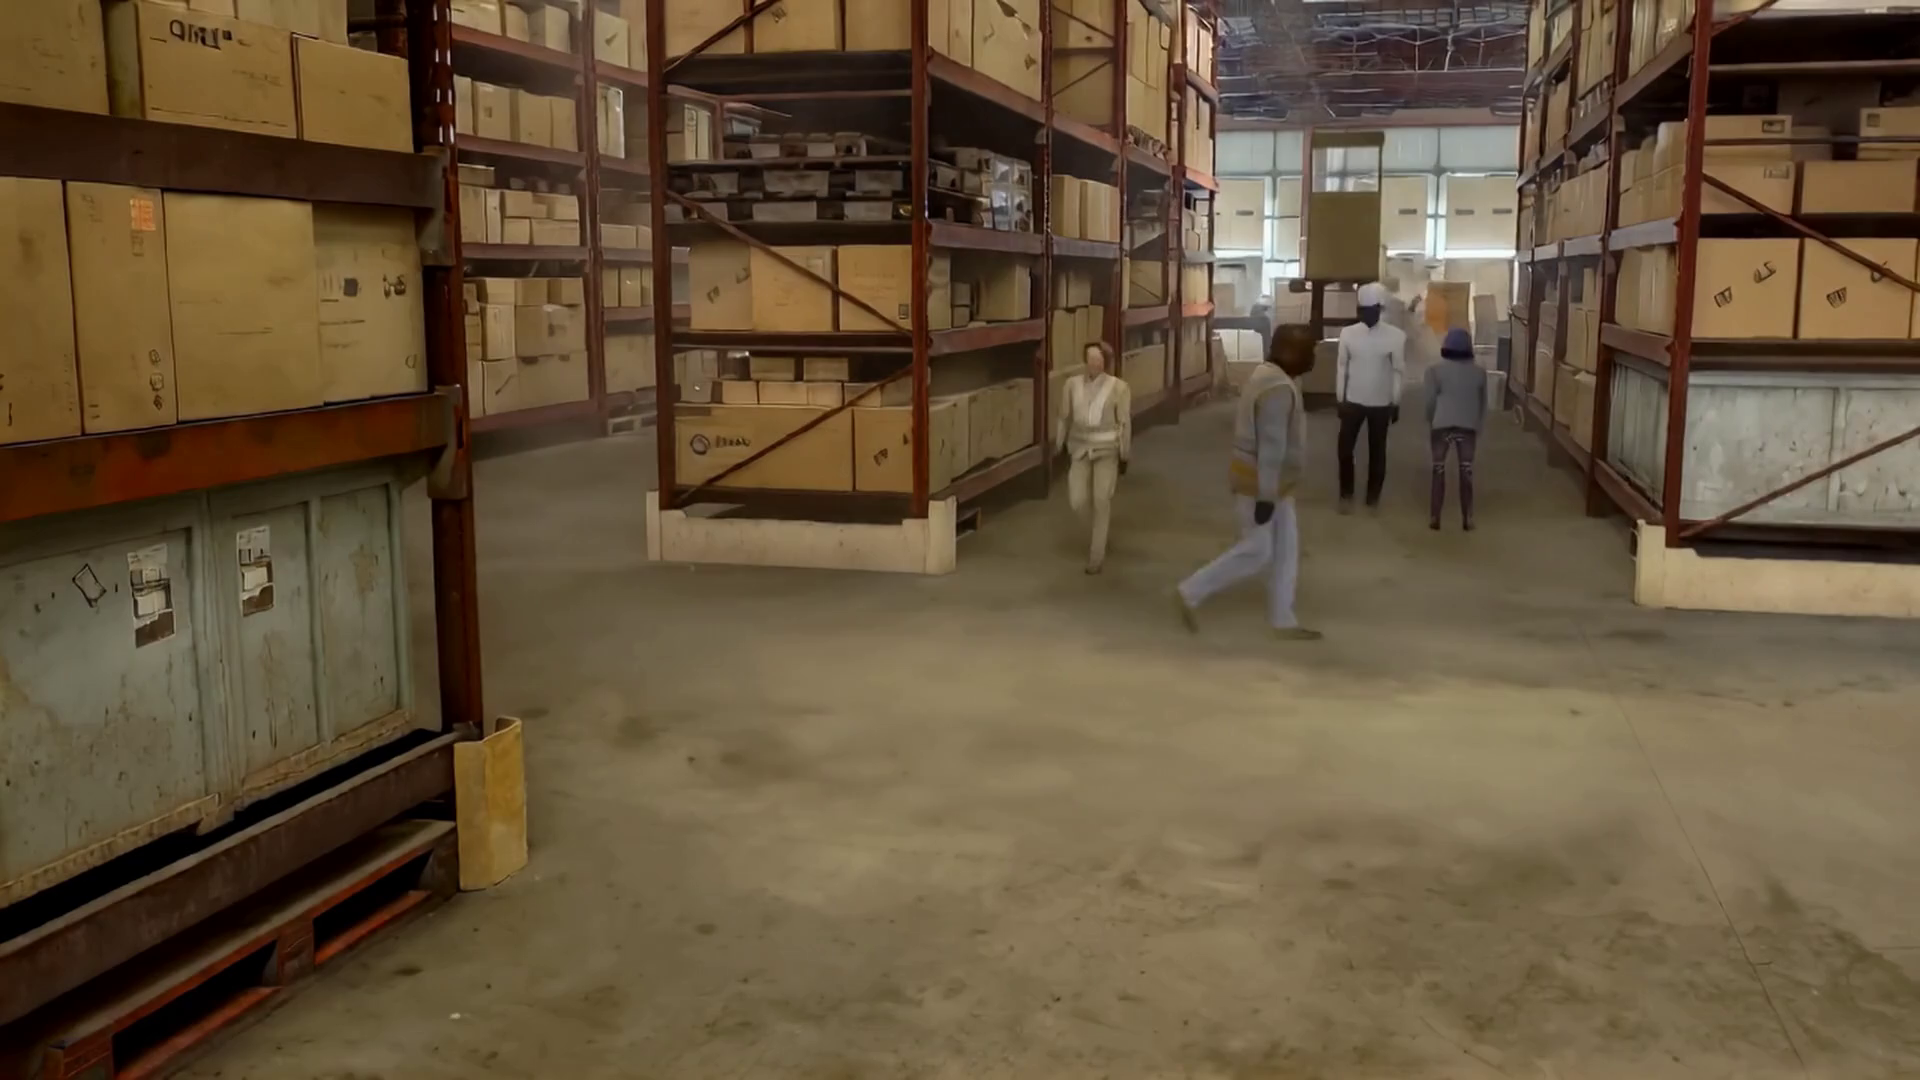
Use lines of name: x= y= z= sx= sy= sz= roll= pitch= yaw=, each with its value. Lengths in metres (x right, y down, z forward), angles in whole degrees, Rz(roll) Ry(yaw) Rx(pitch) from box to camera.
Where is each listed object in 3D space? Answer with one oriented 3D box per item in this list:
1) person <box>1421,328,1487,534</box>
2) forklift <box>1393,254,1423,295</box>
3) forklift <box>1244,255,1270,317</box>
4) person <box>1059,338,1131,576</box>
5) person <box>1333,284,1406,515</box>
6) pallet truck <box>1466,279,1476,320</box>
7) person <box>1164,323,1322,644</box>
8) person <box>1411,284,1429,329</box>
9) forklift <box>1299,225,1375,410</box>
person: x=3.914 y=-0.863 z=13.209 sx=0.501 sy=1.631 sz=0.285 roll=3 pitch=9 yaw=18
forklift: x=14.750 y=-8.054 z=54.939 sx=1.129 sy=2.768 sz=1.873 roll=-2 pitch=9 yaw=-13
forklift: x=10.125 y=-8.475 z=57.614 sx=1.873 sy=2.768 sz=1.129 roll=4 pitch=10 yaw=21
person: x=0.953 y=-0.590 z=11.499 sx=0.526 sy=1.621 sz=0.562 roll=5 pitch=10 yaw=28
person: x=3.451 y=-1.173 z=14.110 sx=0.619 sy=1.975 sz=0.596 roll=5 pitch=10 yaw=29
pallet truck: x=18.896 y=-8.459 z=60.307 sx=1.885 sy=1.965 sz=0.823 roll=5 pitch=10 yaw=31
person: x=1.579 y=-0.299 z=9.152 sx=0.792 sy=1.800 sz=0.638 roll=2 pitch=9 yaw=12
person: x=10.191 y=-4.660 z=36.478 sx=0.772 sy=1.893 sz=0.635 roll=0 pitch=9 yaw=0
forklift: x=5.777 y=-3.387 z=25.291 sx=1.129 sy=2.768 sz=1.873 roll=2 pitch=9 yaw=15
